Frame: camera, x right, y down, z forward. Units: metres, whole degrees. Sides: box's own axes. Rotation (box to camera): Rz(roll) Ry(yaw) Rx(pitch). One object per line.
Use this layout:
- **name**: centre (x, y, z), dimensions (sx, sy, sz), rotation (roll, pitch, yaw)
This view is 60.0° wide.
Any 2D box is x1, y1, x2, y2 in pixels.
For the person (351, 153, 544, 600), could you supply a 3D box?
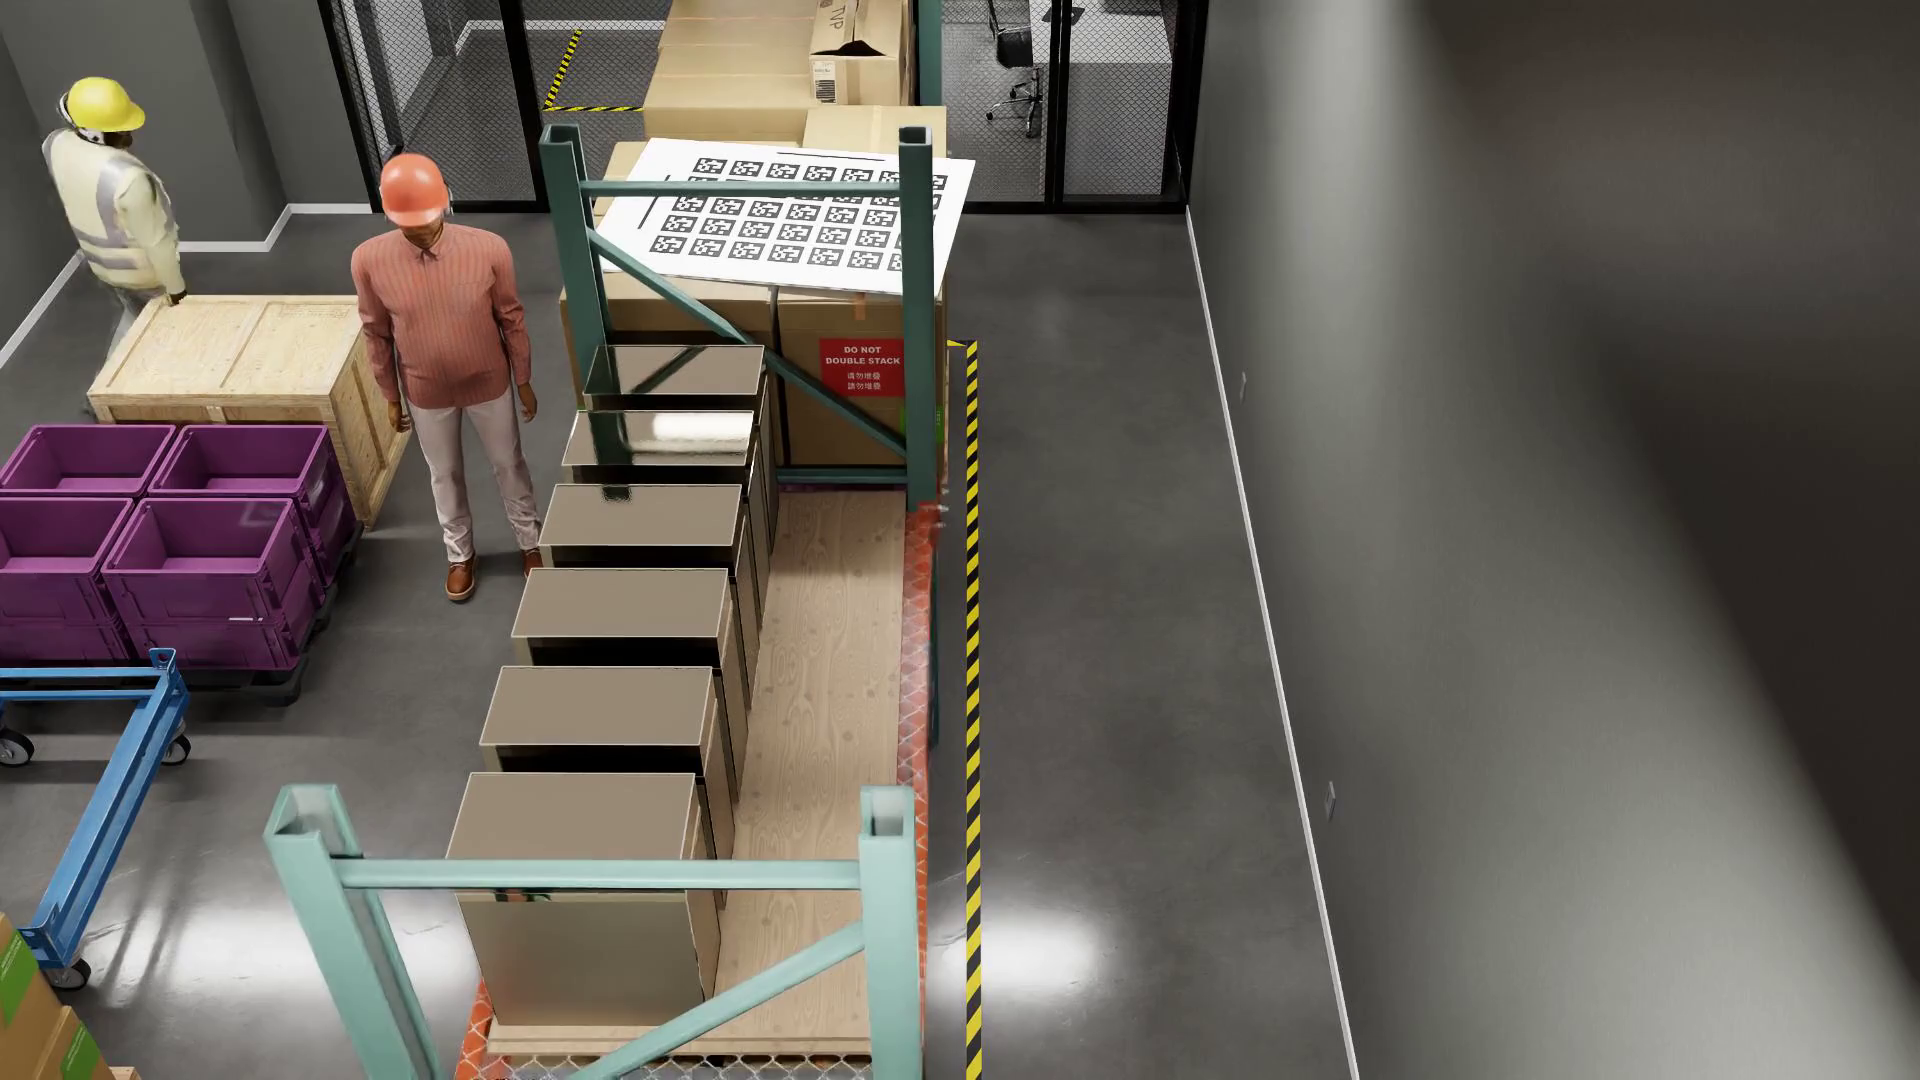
- **person**: centre (-1.979, -0.618, 6.551), dimensions (0.612, 1.994, 0.382), rotation (-10, 42, -11)

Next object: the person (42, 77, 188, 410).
- **person**: centre (-3.711, -1.226, 7.403), dimensions (0.634, 1.787, 0.571), rotation (20, 45, 22)
